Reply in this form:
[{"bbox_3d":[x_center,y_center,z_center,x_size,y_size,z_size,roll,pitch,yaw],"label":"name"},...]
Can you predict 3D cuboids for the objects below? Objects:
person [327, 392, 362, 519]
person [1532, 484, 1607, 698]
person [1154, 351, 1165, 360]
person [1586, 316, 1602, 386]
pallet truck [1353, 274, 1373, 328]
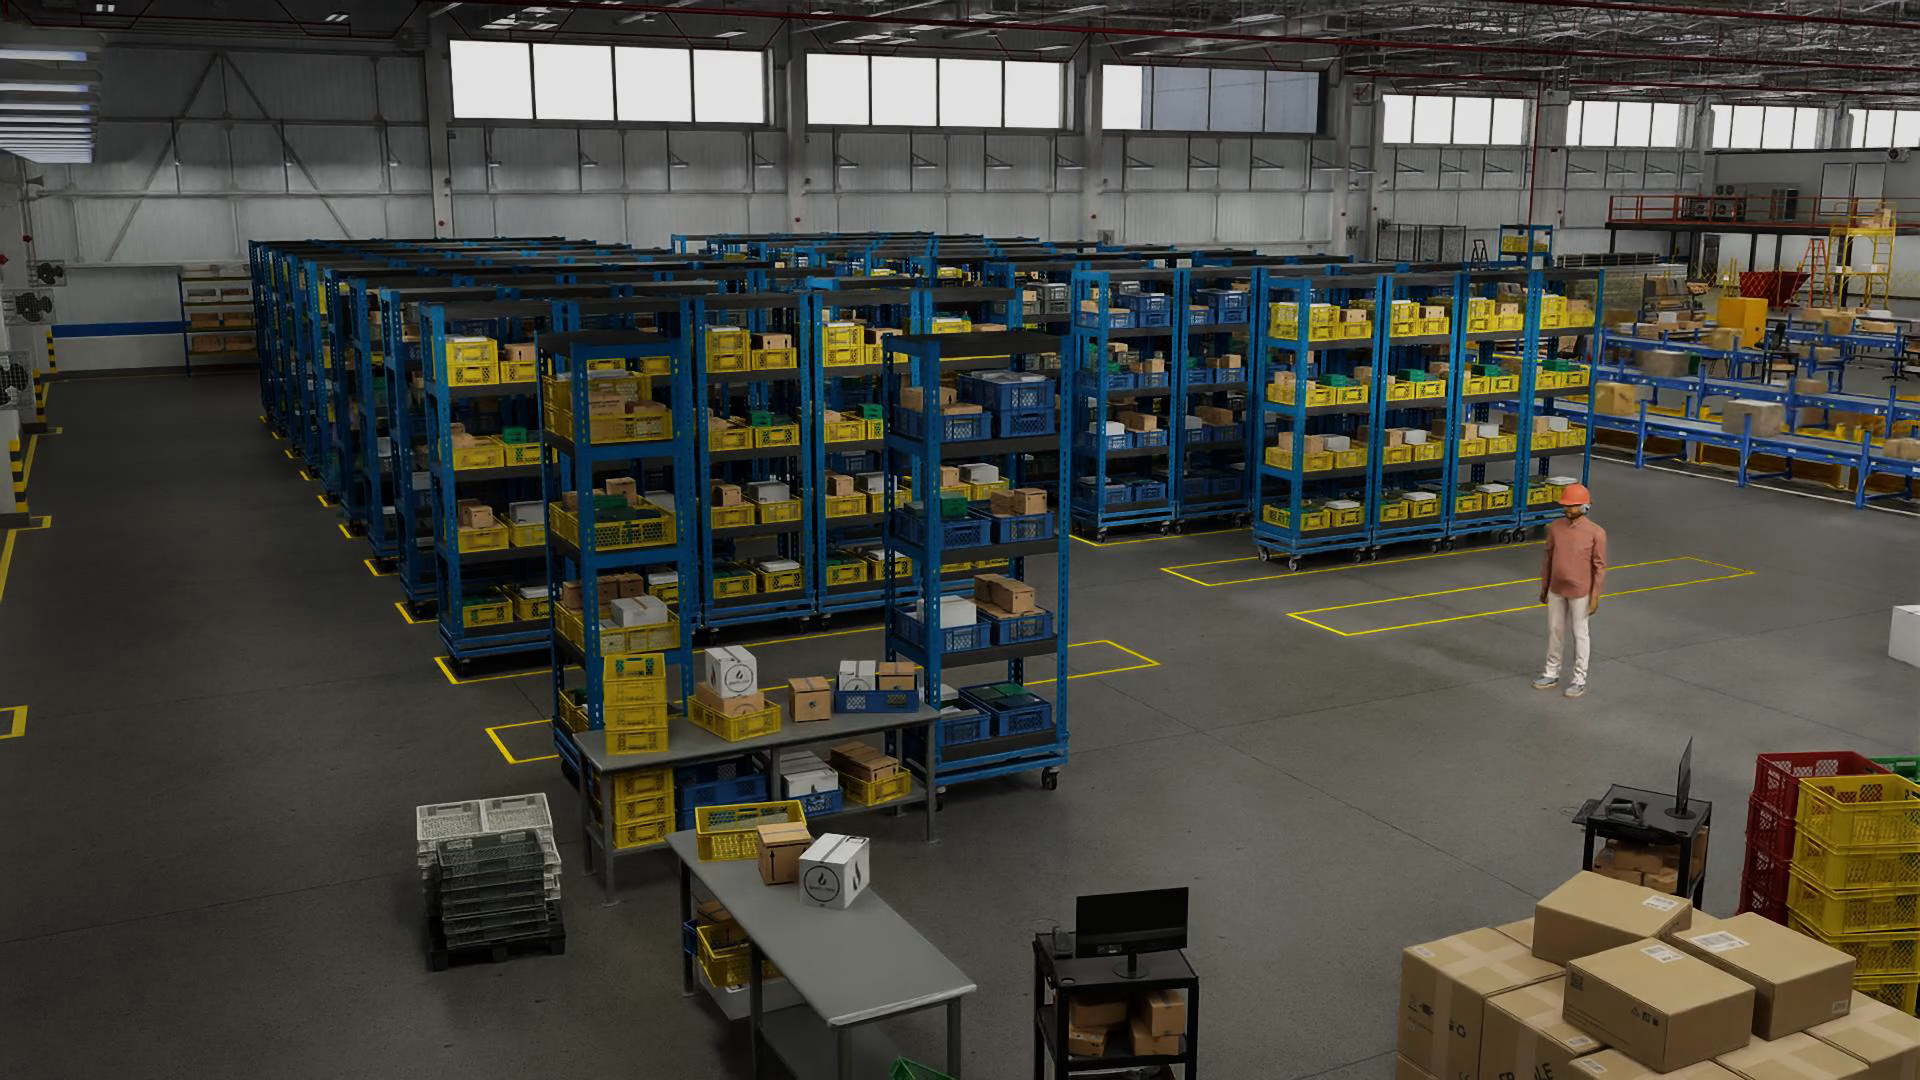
[{"bbox_3d":[-8.754,-1.193,23.574,0.501,1.817,0.554,-9,15,-37],"label":"person"},{"bbox_3d":[5.664,0.459,15.447,0.385,1.993,0.623,-9,15,-35],"label":"person"},{"bbox_3d":[4.361,-3.996,36.740,0.606,1.811,0.825,2,12,9],"label":"person"},{"bbox_3d":[14.335,-4.190,37.731,0.311,1.768,0.533,-2,12,-8],"label":"person"},{"bbox_3d":[13.011,-8.050,55.243,0.823,1.965,1.885,-7,14,-28],"label":"pallet truck"}]
